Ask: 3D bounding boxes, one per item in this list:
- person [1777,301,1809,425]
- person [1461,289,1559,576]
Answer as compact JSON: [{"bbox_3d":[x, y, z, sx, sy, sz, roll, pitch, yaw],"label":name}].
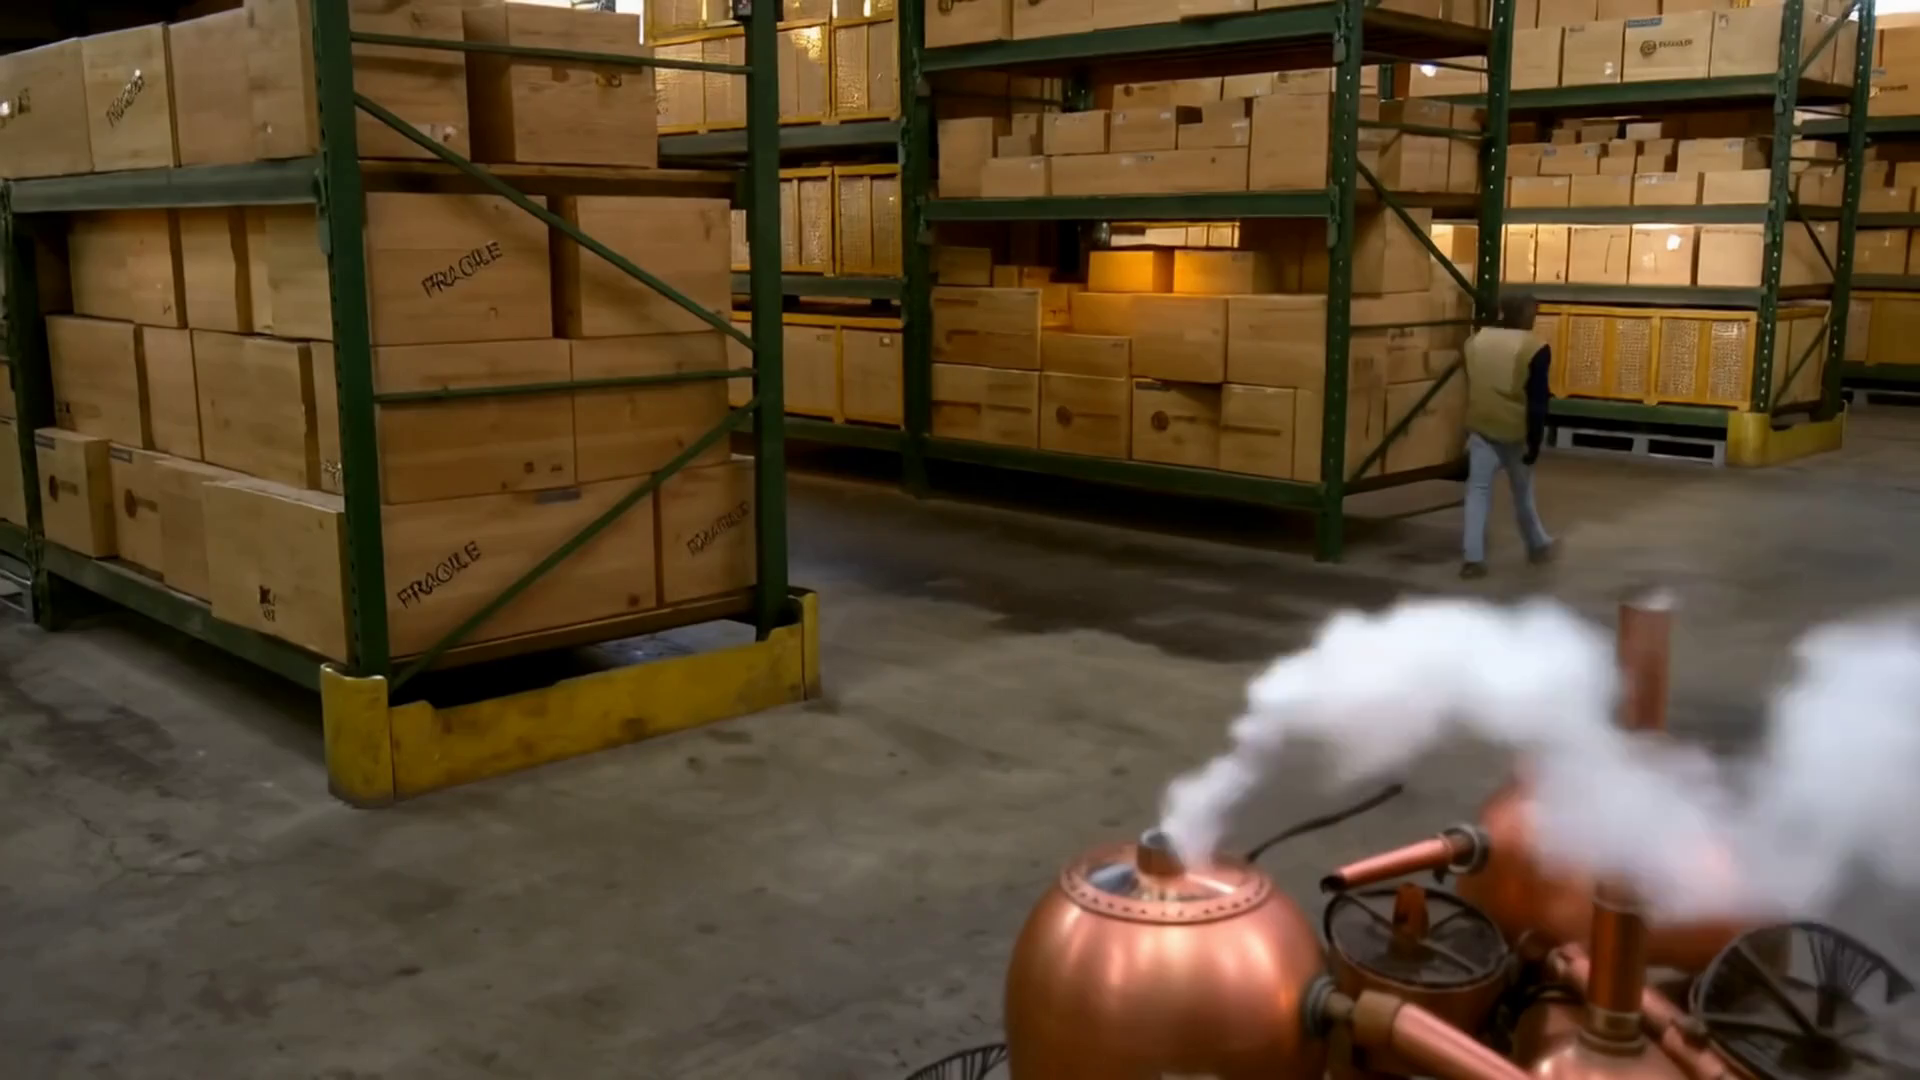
[{"bbox_3d":[9.122,-2.173,18.400,0.554,1.903,0.951,-3,11,-17],"label":"person"},{"bbox_3d":[3.499,-0.686,10.569,0.939,1.787,0.620,-10,14,-44],"label":"person"}]
